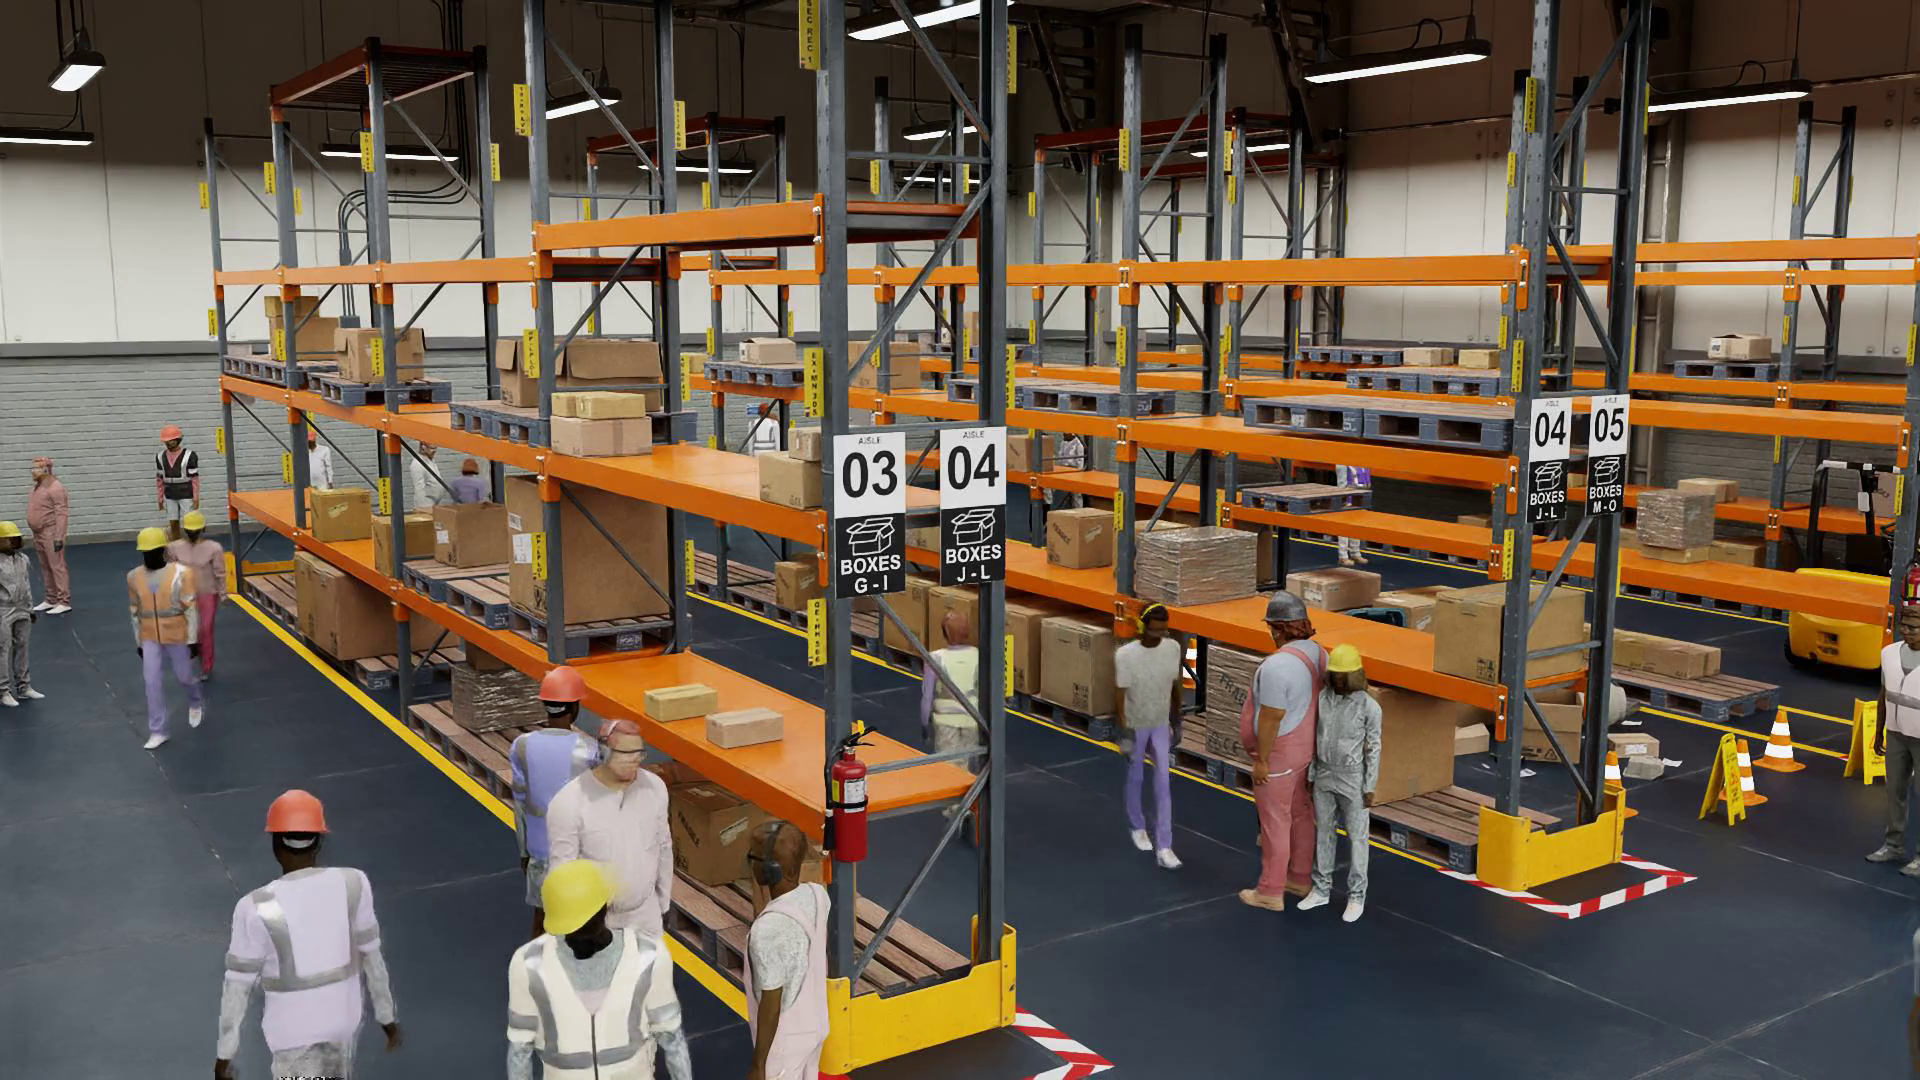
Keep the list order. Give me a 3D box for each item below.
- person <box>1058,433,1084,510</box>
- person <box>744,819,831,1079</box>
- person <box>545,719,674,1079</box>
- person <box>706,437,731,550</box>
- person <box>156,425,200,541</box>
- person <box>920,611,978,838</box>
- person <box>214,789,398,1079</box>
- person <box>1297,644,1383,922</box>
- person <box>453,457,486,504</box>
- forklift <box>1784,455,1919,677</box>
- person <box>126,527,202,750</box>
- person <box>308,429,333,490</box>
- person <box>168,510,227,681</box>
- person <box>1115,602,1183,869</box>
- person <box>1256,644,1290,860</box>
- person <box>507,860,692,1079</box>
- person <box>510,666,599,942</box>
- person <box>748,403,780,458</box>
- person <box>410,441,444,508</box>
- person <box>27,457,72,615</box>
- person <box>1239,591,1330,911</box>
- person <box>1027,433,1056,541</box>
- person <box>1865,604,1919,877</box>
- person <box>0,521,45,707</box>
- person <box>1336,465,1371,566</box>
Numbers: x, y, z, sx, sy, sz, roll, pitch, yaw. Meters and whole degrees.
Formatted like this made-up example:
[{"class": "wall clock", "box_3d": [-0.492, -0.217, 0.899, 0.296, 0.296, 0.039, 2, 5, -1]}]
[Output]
[{"class": "person", "box_3d": [1.800, -1.045, 27.058, 0.404, 1.824, 0.588, -5, 10, -32]}, {"class": "person", "box_3d": [-0.704, 2.007, 6.649, 0.345, 1.847, 0.508, 3, 9, 20]}, {"class": "person", "box_3d": [-1.652, 1.792, 7.965, 0.696, 1.877, 0.634, -6, 10, -33]}, {"class": "person", "box_3d": [-3.689, -0.720, 25.179, 0.555, 1.728, 0.741, -8, 12, -43]}, {"class": "person", "box_3d": [-11.058, -0.617, 23.511, 0.613, 2.033, 0.412, 1, 9, 5]}, {"class": "person", "box_3d": [-0.014, 1.320, 11.983, 0.521, 1.618, 0.709, -3, 9, -21]}, {"class": "person", "box_3d": [-2.697, 1.962, 6.794, 0.885, 1.881, 0.679, 8, 12, 44]}, {"class": "person", "box_3d": [2.370, 1.498, 10.371, 0.483, 1.745, 0.301, 8, 12, 42]}, {"class": "person", "box_3d": [-6.844, -0.348, 23.157, 0.501, 1.610, 0.757, 2, 9, 11]}, {"class": "forklift", "box_3d": [9.643, 0.253, 17.172, 2.313, 2.155, 1.214, -6, 10, -33]}, {"class": "person", "box_3d": [-6.895, 0.805, 14.475, 0.592, 1.902, 0.814, -1, 9, -5]}, {"class": "person", "box_3d": [-10.331, -0.938, 26.602, 0.577, 1.737, 0.354, -3, 9, -19]}, {"class": "person", "box_3d": [-7.676, 0.532, 16.780, 0.557, 1.739, 0.596, -2, 9, -13]}, {"class": "person", "box_3d": [1.324, 1.313, 11.350, 0.532, 1.814, 0.911, -2, 9, -11]}, {"class": "person", "box_3d": [2.219, 1.364, 11.450, 0.319, 1.690, 0.539, -3, 9, -19]}, {"class": "person", "box_3d": [-1.297, 2.066, 6.123, 0.697, 1.895, 0.442, -2, 9, -15]}, {"class": "person", "box_3d": [-2.109, 1.628, 8.903, 0.546, 1.928, 0.384, 2, 9, 13]}, {"class": "person", "box_3d": [-3.554, -1.556, 30.242, 0.584, 1.882, 0.337, 0, 9, 2]}, {"class": "person", "box_3d": [-7.342, -0.476, 22.998, 0.408, 1.903, 0.638, -1, 9, -4]}, {"class": "person", "box_3d": [-11.082, -0.056, 20.179, 0.651, 1.907, 0.409, 6, 11, 36]}, {"class": "person", "box_3d": [2.054, 1.313, 10.620, 0.535, 2.000, 0.684, 7, 11, 41]}, {"class": "person", "box_3d": [1.265, -0.831, 26.051, 0.530, 1.691, 0.322, 5, 10, 31]}, {"class": "person", "box_3d": [6.429, 1.331, 11.195, 0.390, 1.837, 0.560, -4, 9, -23]}, {"class": "person", "box_3d": [-8.968, 0.689, 15.753, 0.289, 1.746, 0.487, 2, 9, 15]}, {"class": "person", "box_3d": [5.637, -0.557, 23.731, 0.635, 1.842, 0.429, -7, 11, -38]}]
